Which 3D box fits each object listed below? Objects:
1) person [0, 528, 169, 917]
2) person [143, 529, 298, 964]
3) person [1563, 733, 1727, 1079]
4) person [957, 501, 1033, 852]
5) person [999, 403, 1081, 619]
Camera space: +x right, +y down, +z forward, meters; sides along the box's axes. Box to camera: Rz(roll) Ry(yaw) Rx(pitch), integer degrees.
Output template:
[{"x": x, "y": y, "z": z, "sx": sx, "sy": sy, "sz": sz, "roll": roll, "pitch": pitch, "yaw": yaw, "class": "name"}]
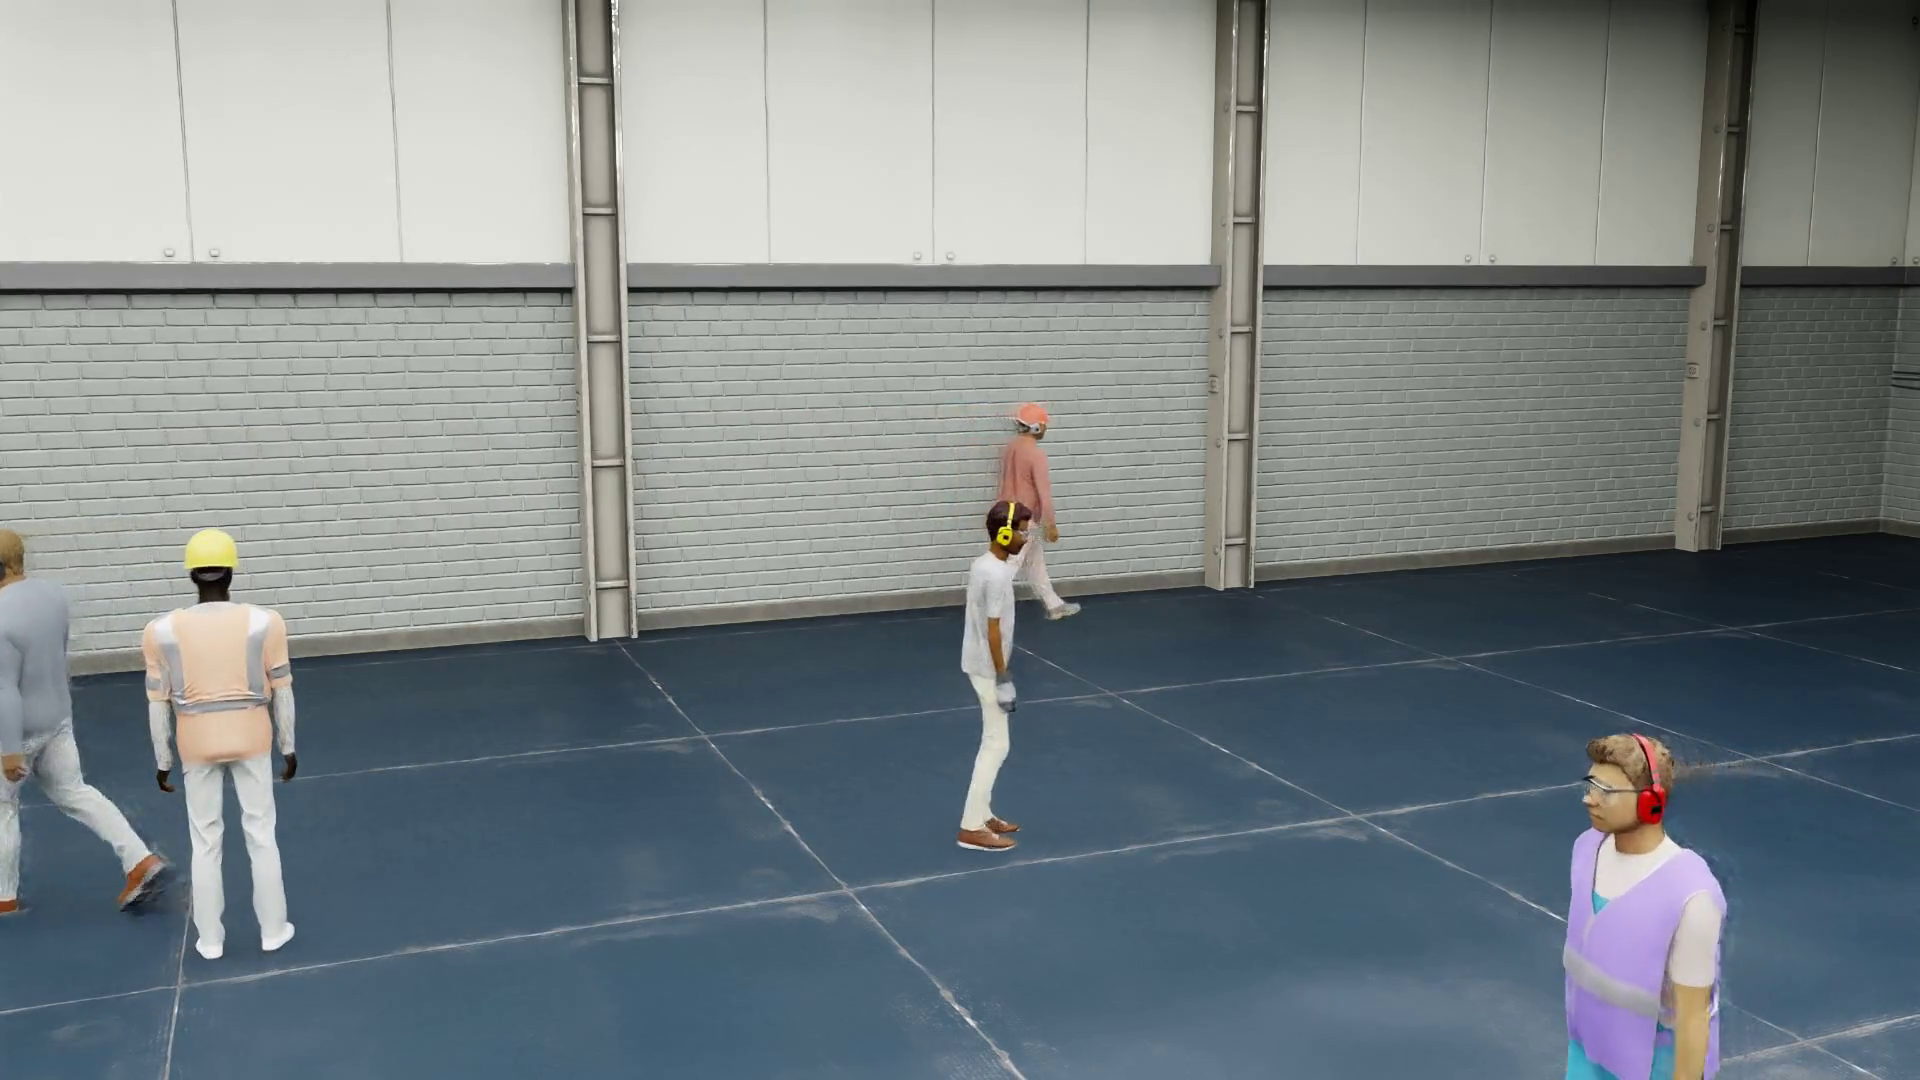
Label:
[{"x": -4.271, "y": 0.863, "z": 7.786, "sx": 0.963, "sy": 1.902, "sz": 0.652, "roll": 0, "pitch": 9, "yaw": 1, "class": "person"}, {"x": -3.262, "y": 0.906, "z": 7.389, "sx": 0.593, "sy": 1.923, "sz": 0.386, "roll": -3, "pitch": 10, "yaw": -21, "class": "person"}, {"x": 1.866, "y": 1.410, "z": 4.500, "sx": 0.580, "sy": 1.834, "sz": 0.576, "roll": -2, "pitch": 9, "yaw": -12, "class": "person"}, {"x": 0.162, "y": 0.709, "z": 8.855, "sx": 0.447, "sy": 1.851, "sz": 0.564, "roll": -1, "pitch": 9, "yaw": -6, "class": "person"}, {"x": 0.597, "y": -0.210, "z": 14.374, "sx": 1.041, "sy": 1.938, "sz": 0.653, "roll": -4, "pitch": 10, "yaw": -23, "class": "person"}]
